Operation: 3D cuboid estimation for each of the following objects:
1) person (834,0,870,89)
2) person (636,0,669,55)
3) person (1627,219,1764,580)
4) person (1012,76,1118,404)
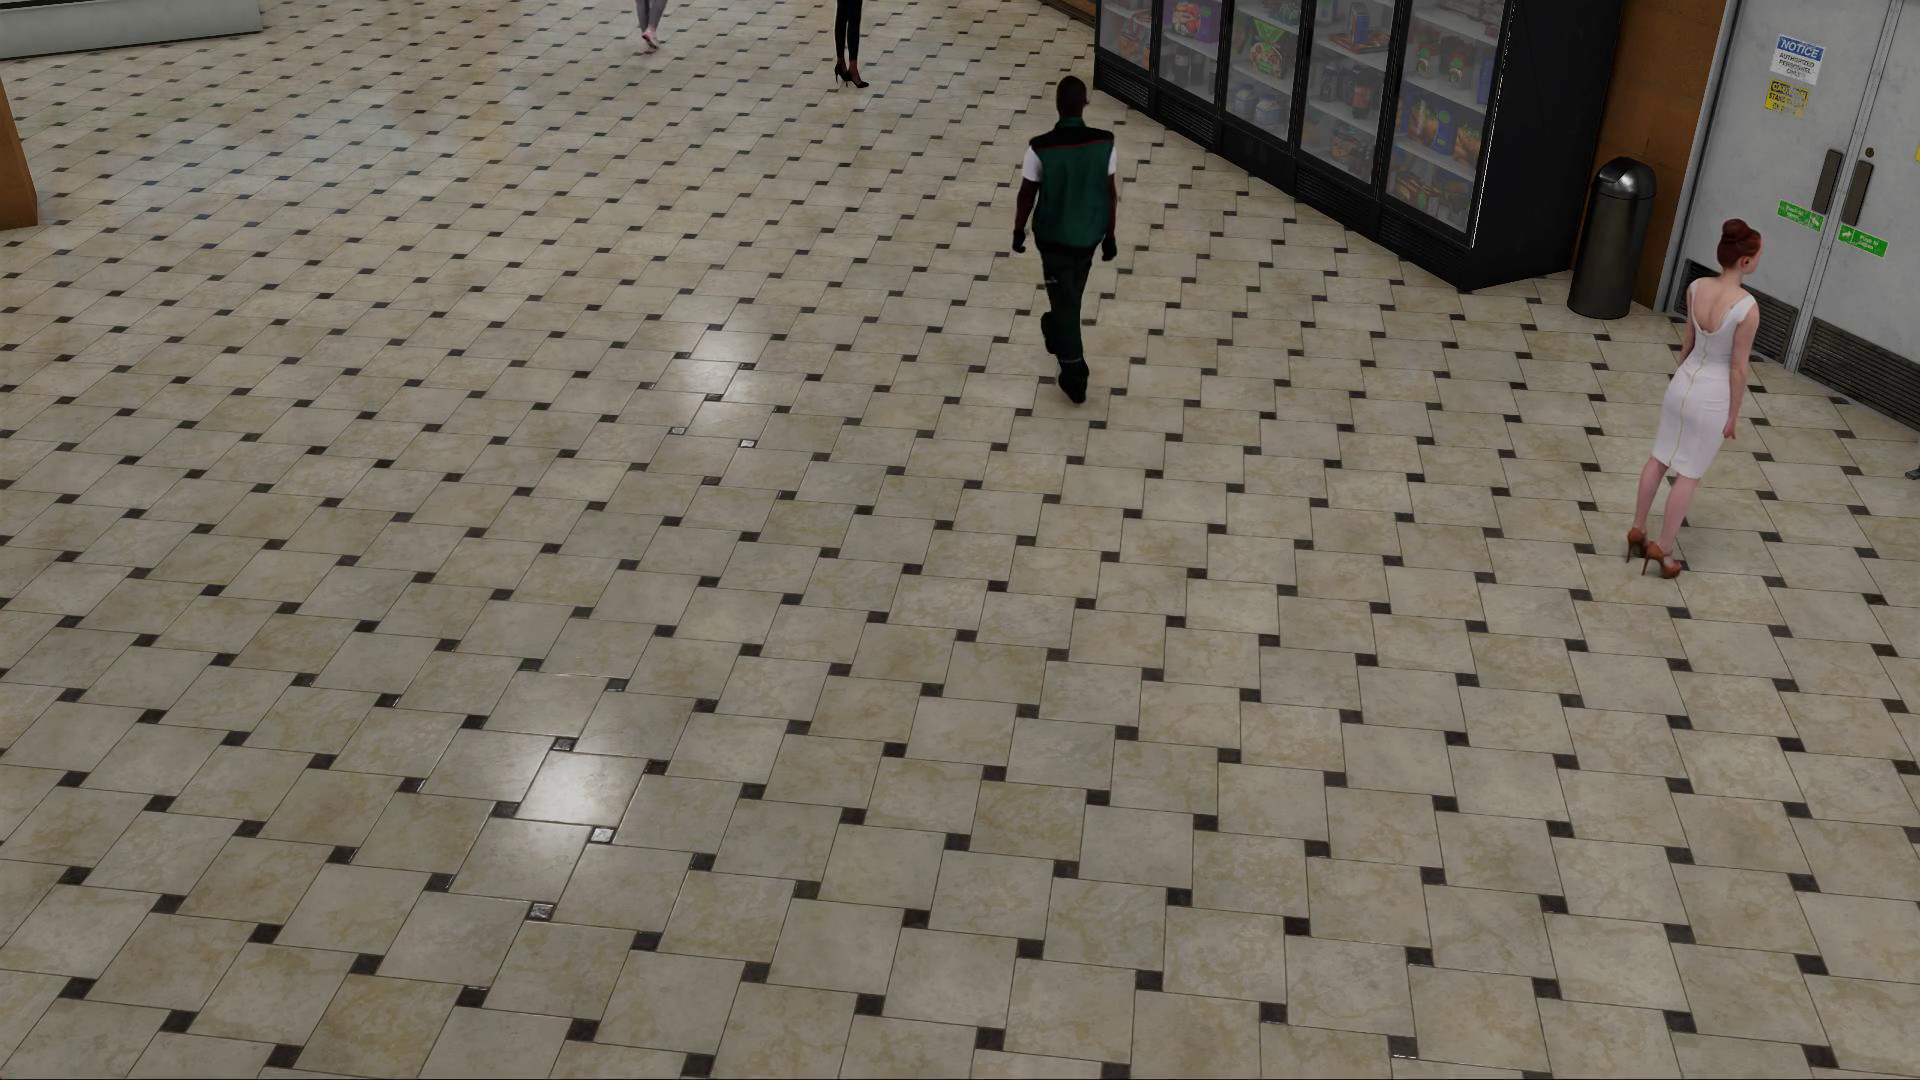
[{"bbox_3d":[-0.974,-4.904,14.539,0.526,1.834,0.619,-16,35,-24],"label":"person"},{"bbox_3d":[-2.943,-5.289,15.380,0.774,1.599,0.812,5,32,8],"label":"person"},{"bbox_3d":[3.410,-0.634,7.715,0.503,1.794,0.569,-12,34,-18],"label":"person"},{"bbox_3d":[0.632,-1.625,9.300,1.096,1.801,0.880,-8,33,-13],"label":"person"}]
